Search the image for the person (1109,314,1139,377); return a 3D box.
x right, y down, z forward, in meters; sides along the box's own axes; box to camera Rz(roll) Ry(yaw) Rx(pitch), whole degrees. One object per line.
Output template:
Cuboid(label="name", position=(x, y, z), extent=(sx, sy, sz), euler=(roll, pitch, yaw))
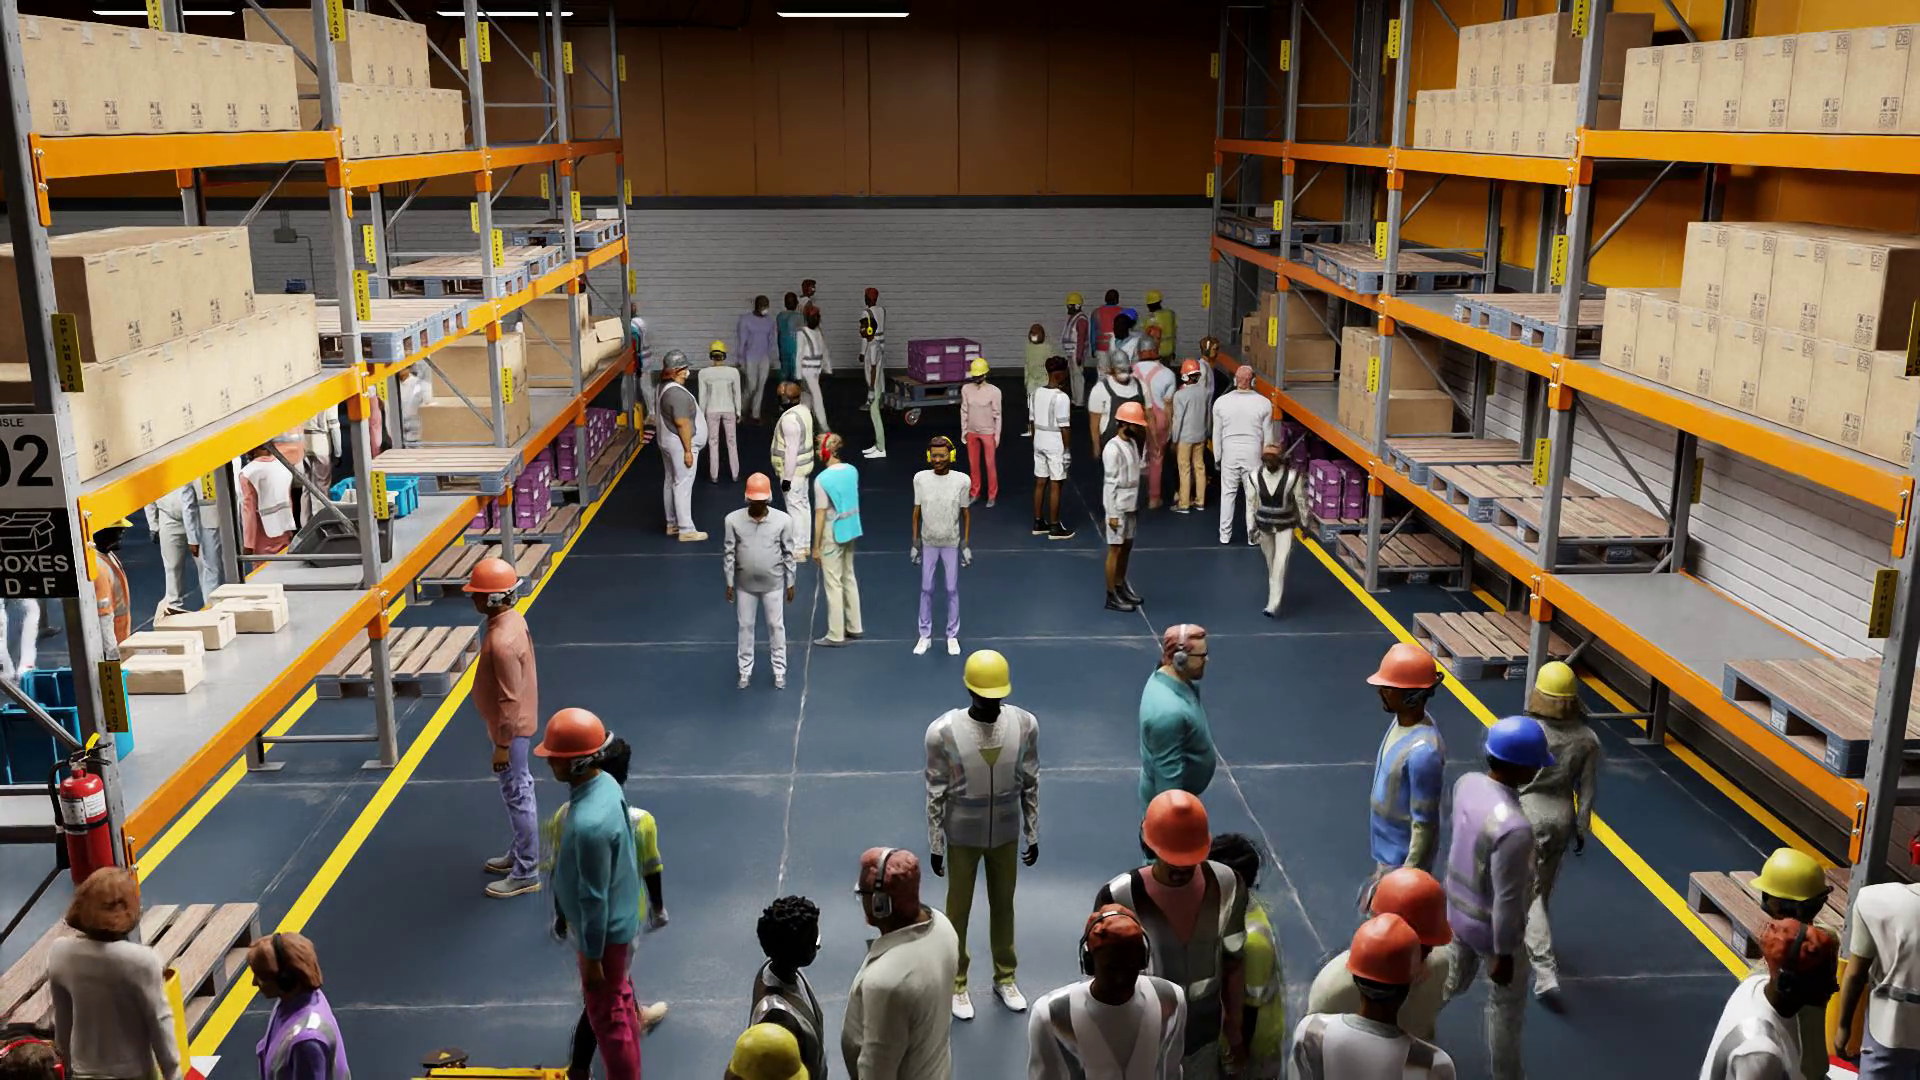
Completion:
Cuboid(label="person", position=(2.171, -2.026, 21.921), extent=(0.371, 1.914, 0.597), euler=(-9, 17, -31))

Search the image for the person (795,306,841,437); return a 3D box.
Cuboid(label="person", position=(-1.952, -2.322, 23.223), extent=(0.886, 1.852, 0.580), euler=(6, 16, 23))

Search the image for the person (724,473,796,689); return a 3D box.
Cuboid(label="person", position=(-1.568, 0.321, 13.049), extent=(0.568, 1.744, 0.349), euler=(0, 14, 0))

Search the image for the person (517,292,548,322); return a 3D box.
Cuboid(label="person", position=(-6.401, -2.961, 25.342), extent=(0.568, 2.000, 0.707), euler=(9, 17, 32))

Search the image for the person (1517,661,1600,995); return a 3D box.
Cuboid(label="person", position=(3.031, 1.469, 8.615), extent=(0.499, 1.708, 0.851), euler=(0, 14, 0))

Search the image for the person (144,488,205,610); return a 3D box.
Cuboid(label="person", position=(-6.789, -0.157, 14.593), extent=(0.639, 1.913, 0.409), euler=(-7, 16, -25))

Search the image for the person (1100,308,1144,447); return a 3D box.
Cuboid(label="person", position=(2.250, -2.190, 22.600), extent=(0.653, 1.898, 0.493), euler=(-7, 16, -25))

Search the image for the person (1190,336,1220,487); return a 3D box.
Cuboid(label="person", position=(2.964, -1.569, 20.289), extent=(0.345, 1.839, 0.510), euler=(2, 14, 9))

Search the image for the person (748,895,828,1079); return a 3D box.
Cuboid(label="person", position=(-0.645, 2.106, 6.153), extent=(0.319, 1.694, 0.532), euler=(-1, 14, -3))

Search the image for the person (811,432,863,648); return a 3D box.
Cuboid(label="person", position=(-1.032, 0.000, 14.143), extent=(0.384, 1.832, 0.561), euler=(8, 16, 27))

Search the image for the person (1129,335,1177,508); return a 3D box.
Cuboid(label="person", position=(2.119, -1.350, 19.017), extent=(0.704, 2.000, 0.754), euler=(5, 15, 20))

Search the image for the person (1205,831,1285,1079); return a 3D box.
Cuboid(label="person", position=(1.159, 1.970, 6.719), extent=(0.622, 1.675, 0.538), euler=(-2, 14, -8))

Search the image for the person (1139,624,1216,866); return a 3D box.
Cuboid(label="person", position=(1.130, 1.351, 8.703), extent=(0.399, 1.901, 0.645), euler=(2, 14, 9))

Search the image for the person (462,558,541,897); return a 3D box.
Cuboid(label="person", position=(-2.623, 1.069, 9.614), extent=(0.375, 1.995, 0.611), euler=(-3, 15, -13))

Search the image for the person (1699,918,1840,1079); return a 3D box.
Cuboid(label="person", position=(2.678, 2.138, 5.731), extent=(0.474, 1.848, 0.600), euler=(8, 16, 29))

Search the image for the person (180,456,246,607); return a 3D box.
Cuboid(label="person", position=(-6.415, -0.096, 14.366), extent=(0.399, 1.906, 0.604), euler=(8, 17, 30))

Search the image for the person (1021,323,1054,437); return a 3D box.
Cuboid(label="person", position=(1.174, -2.281, 23.556), extent=(0.503, 1.605, 0.715), euler=(13, 19, 41))

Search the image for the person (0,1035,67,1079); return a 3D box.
Cuboid(label="person", position=(-2.821, 2.299, 5.173), extent=(0.833, 1.812, 0.615), euler=(11, 18, 36))

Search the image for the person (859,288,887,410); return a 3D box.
Cuboid(label="person", position=(-1.345, -2.926, 25.523), extent=(0.355, 1.882, 0.576), euler=(8, 17, 30))

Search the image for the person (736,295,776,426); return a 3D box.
Cuboid(label="person", position=(-2.955, -2.619, 24.242), extent=(0.660, 1.914, 0.439), euler=(-12, 19, -39))

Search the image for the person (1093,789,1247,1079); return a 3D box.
Cuboid(label="person", position=(0.806, 1.887, 6.340), extent=(0.613, 2.031, 0.403), euler=(-4, 15, -14))

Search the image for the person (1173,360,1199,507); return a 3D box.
Cuboid(label="person", position=(2.637, -1.238, 19.262), extent=(0.320, 1.697, 0.531), euler=(-1, 14, -3))

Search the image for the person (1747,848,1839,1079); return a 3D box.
Cuboid(label="person", position=(3.121, 2.015, 6.370), extent=(0.525, 1.760, 0.341), euler=(-11, 18, -37))

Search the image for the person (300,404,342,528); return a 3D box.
Cuboid(label="person", position=(-6.912, -0.976, 17.816), extent=(0.592, 1.911, 0.398), euler=(0, 14, -2))

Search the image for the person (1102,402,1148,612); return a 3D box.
Cuboid(label="person", position=(1.508, -0.309, 15.173), extent=(0.377, 1.927, 0.544), euler=(8, 16, 28))

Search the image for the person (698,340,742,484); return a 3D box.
Cuboid(label="person", position=(-2.945, -1.566, 20.417), extent=(0.532, 1.765, 0.328), euler=(-4, 15, -14))

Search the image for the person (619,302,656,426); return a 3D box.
Cuboid(label="person", position=(-4.783, -2.550, 24.187), extent=(0.764, 1.809, 0.652), euler=(2, 14, 9))

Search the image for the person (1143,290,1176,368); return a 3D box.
Cuboid(label="person", position=(3.015, -2.842, 25.186), extent=(0.641, 1.898, 0.408), euler=(-11, 18, -37))

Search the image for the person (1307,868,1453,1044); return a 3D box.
Cuboid(label="person", position=(1.385, 1.999, 6.052), extent=(0.642, 1.959, 0.856), euler=(-8, 16, -27))

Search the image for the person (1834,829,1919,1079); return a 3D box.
Cuboid(label="person", position=(3.726, 1.949, 6.475), extent=(0.562, 1.838, 0.388), euler=(6, 16, 23))

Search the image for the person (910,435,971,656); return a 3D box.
Cuboid(label="person", position=(-0.162, 0.045, 13.880), extent=(0.517, 1.874, 0.328), euler=(1, 14, 5))
